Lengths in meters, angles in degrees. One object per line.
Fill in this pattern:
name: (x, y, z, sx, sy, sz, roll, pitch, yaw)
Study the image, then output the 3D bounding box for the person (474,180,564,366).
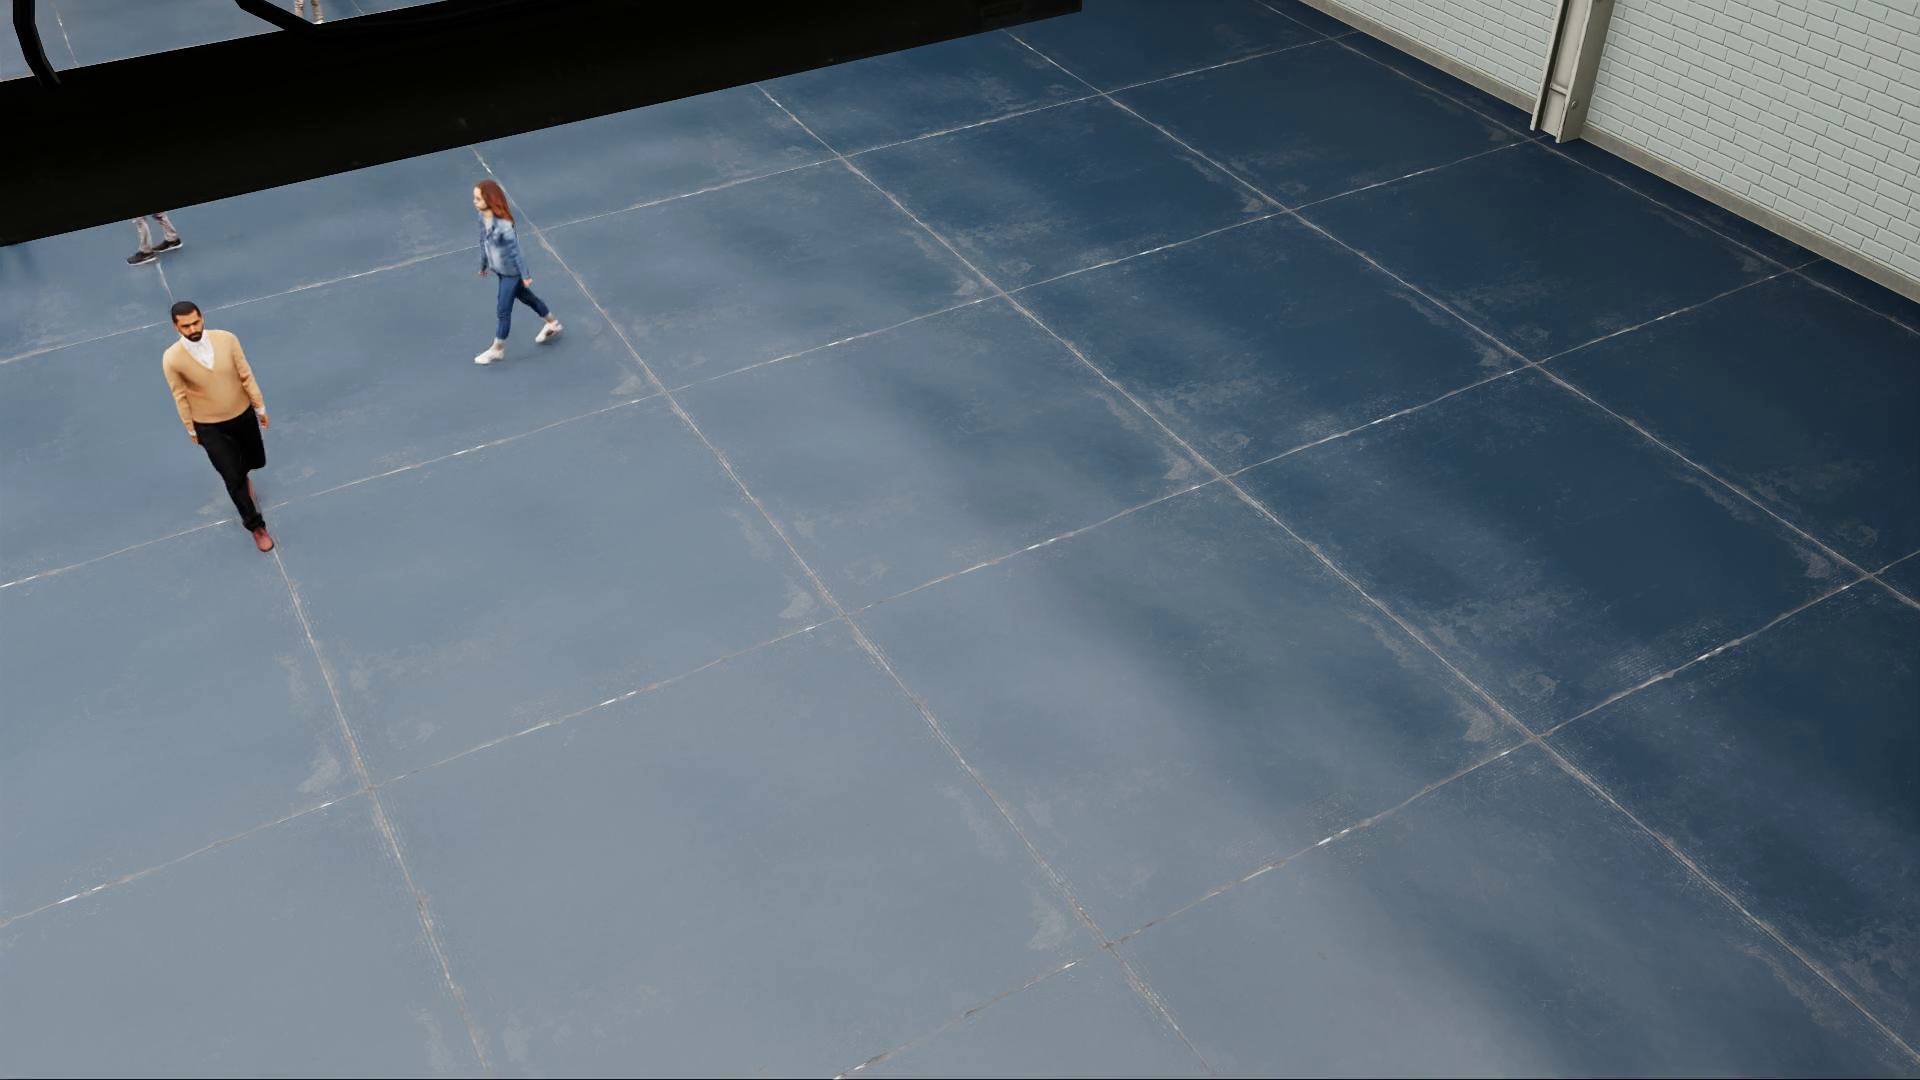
person: (-3.374, -2.074, 12.666, 0.765, 1.440, 0.987, -29, 47, -32)

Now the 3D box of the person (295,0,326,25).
person: (-7.082, -6.107, 17.841, 0.551, 1.415, 0.538, -31, 48, -34)

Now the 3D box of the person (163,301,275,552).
person: (-4.797, -0.817, 10.821, 0.799, 1.734, 1.131, -29, 46, -32)
